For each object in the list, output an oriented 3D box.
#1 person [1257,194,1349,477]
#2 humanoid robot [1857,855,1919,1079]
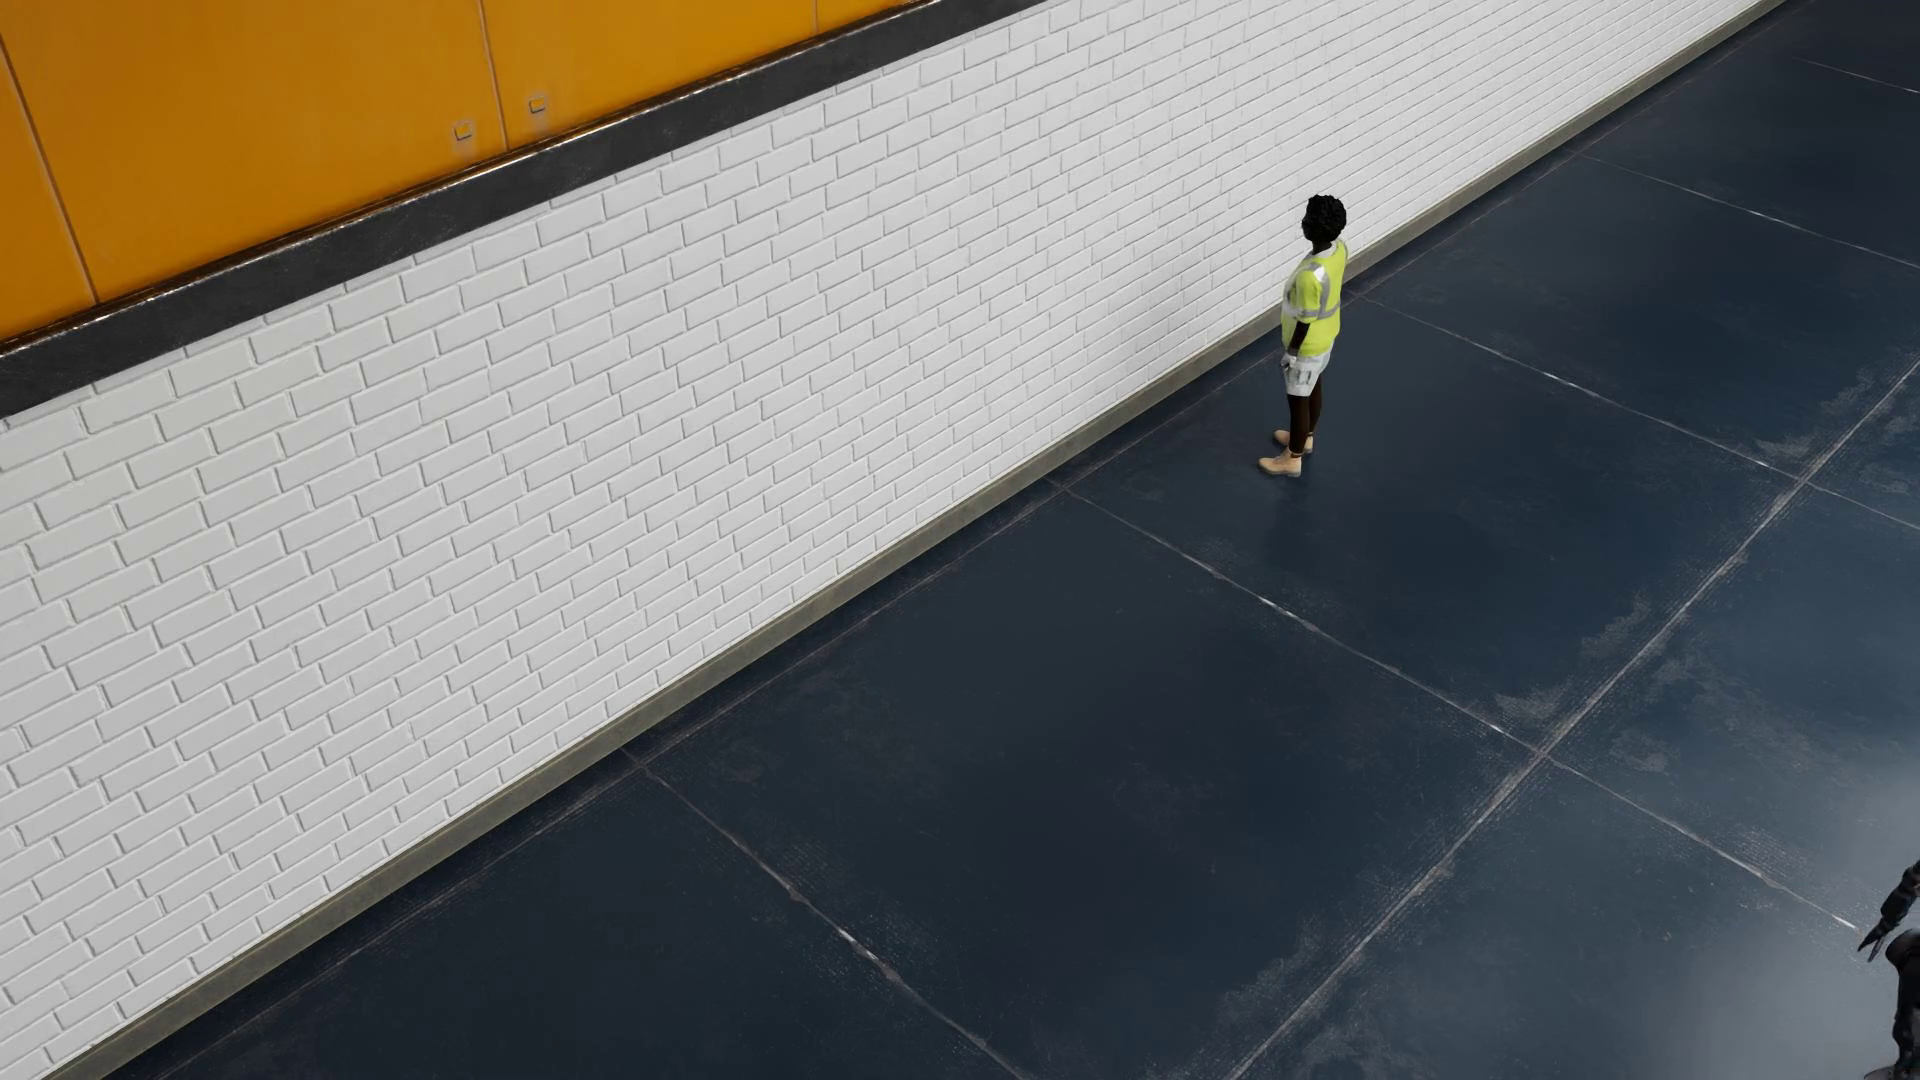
[{"bbox_3d":[1.913,-1.122,9.178,0.318,1.696,0.532,18,42,21],"label":"person"},{"bbox_3d":[3.456,1.541,5.886,0.722,1.627,0.608,-15,41,-18],"label":"humanoid robot"}]
